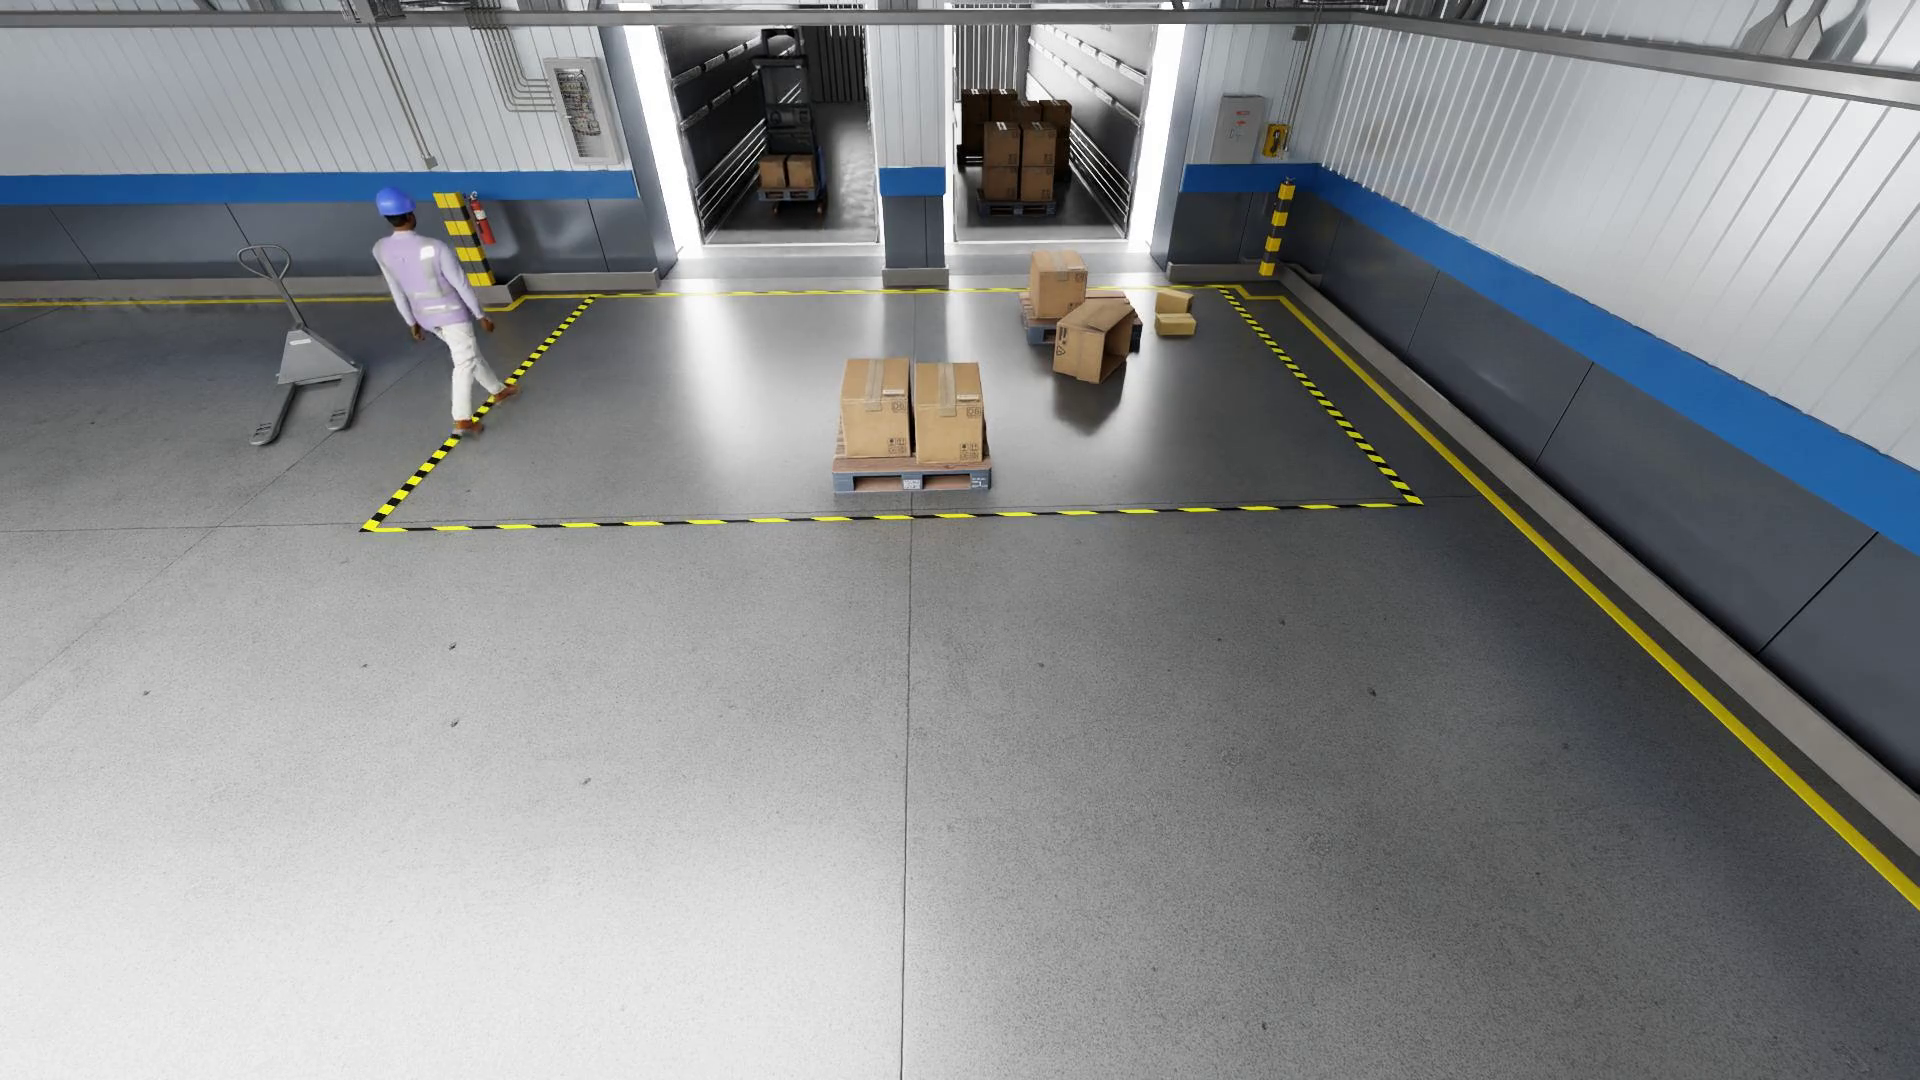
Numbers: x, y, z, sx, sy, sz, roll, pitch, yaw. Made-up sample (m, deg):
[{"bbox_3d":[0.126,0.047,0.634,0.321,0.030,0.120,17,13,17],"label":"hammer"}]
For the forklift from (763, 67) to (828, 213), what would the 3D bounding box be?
[{"bbox_3d":[-2.619,-6.490,11.717,0.716,2.013,0.776,-2,39,-2],"label":"forklift"}]

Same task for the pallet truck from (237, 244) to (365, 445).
[{"bbox_3d":[-5.915,-1.733,6.366,0.680,1.201,1.601,-18,42,-21],"label":"pallet truck"}]

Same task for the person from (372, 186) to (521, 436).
[{"bbox_3d":[-4.193,-1.837,5.970,0.621,1.901,0.996,5,39,6],"label":"person"}]
